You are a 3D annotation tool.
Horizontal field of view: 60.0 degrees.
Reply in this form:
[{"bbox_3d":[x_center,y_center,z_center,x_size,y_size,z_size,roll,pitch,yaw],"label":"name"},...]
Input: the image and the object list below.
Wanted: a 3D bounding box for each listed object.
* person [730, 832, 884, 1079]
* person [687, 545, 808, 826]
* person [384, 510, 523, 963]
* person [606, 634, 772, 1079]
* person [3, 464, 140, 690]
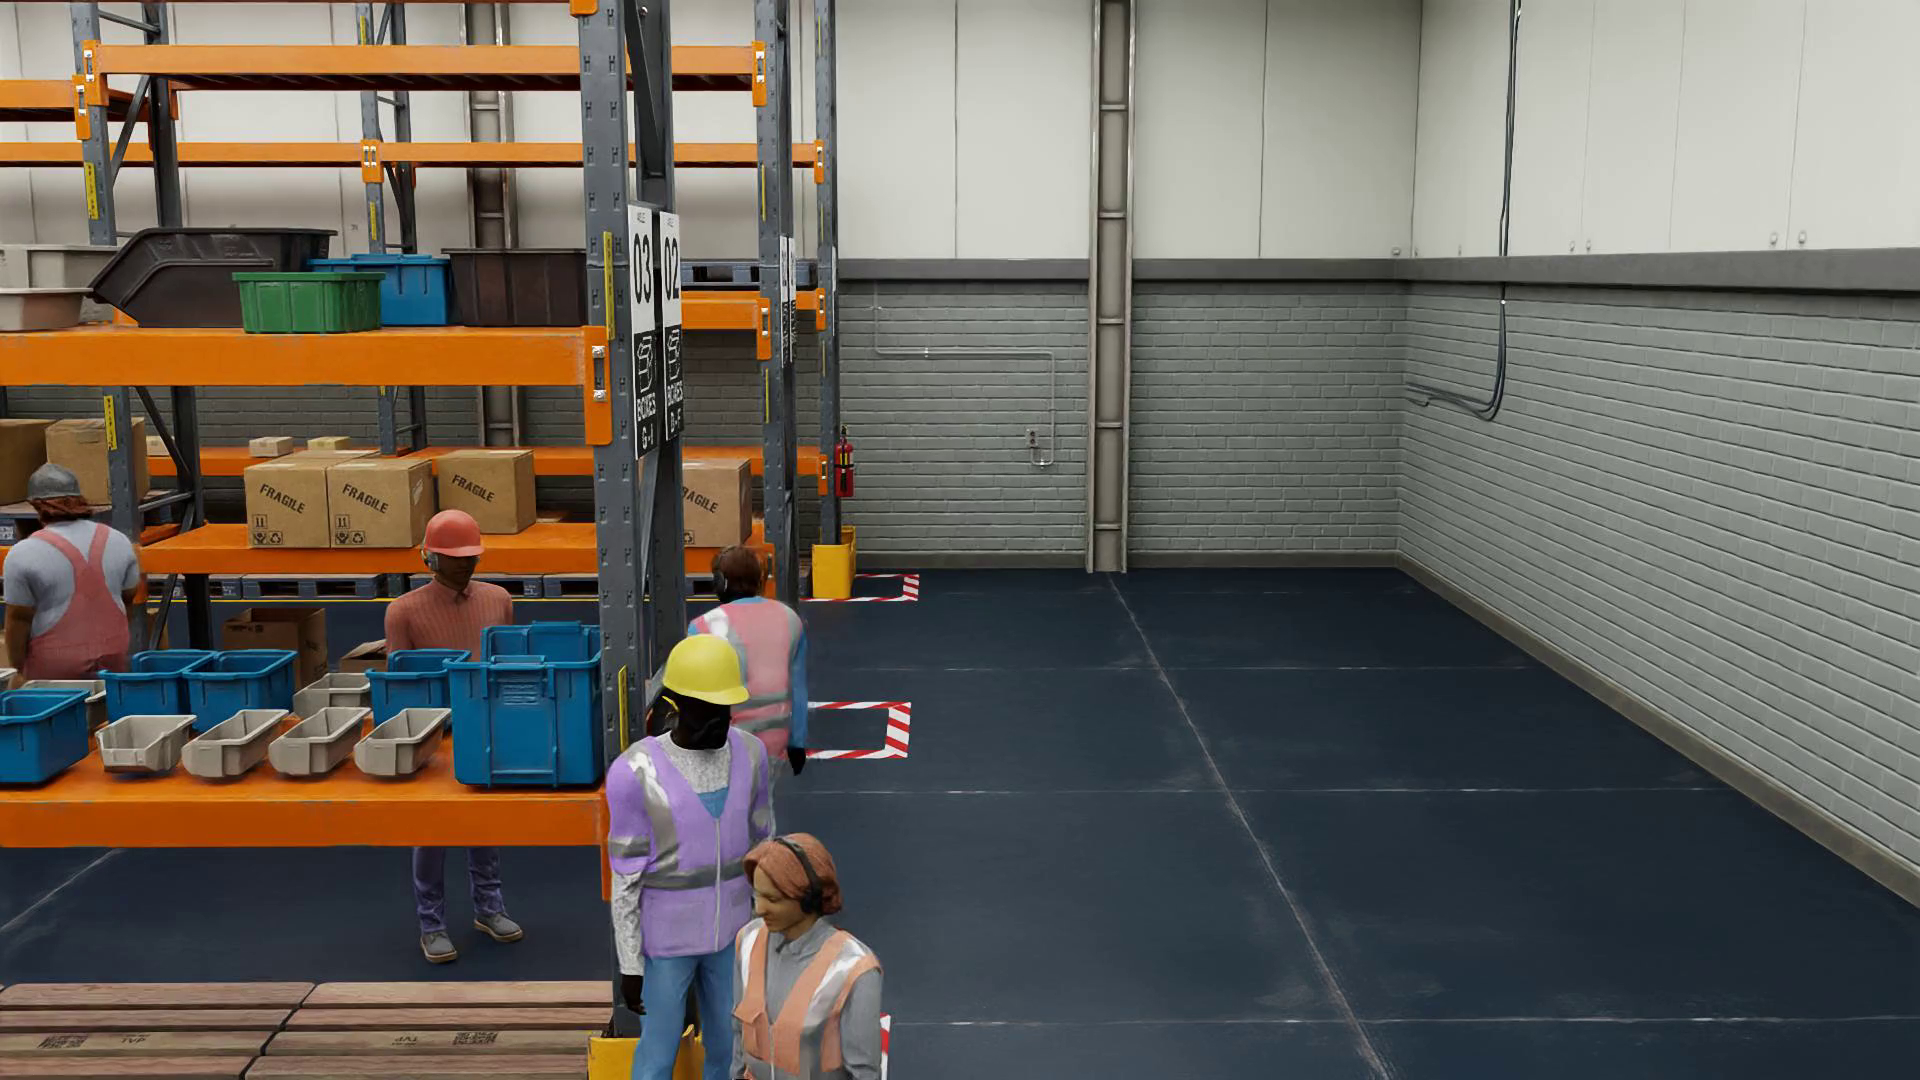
[{"bbox_3d":[-0.385,1.535,4.273,0.528,1.630,0.314,8,12,40],"label":"person"},{"bbox_3d":[-1.075,0.919,7.538,0.919,1.796,0.642,7,12,37],"label":"person"},{"bbox_3d":[-2.216,0.849,7.364,0.623,1.991,0.390,-9,13,-44],"label":"person"},{"bbox_3d":[-0.821,1.232,5.260,0.593,1.918,0.398,-8,12,-40],"label":"person"},{"bbox_3d":[-4.725,0.590,8.807,0.537,2.000,0.694,6,11,31],"label":"person"}]
